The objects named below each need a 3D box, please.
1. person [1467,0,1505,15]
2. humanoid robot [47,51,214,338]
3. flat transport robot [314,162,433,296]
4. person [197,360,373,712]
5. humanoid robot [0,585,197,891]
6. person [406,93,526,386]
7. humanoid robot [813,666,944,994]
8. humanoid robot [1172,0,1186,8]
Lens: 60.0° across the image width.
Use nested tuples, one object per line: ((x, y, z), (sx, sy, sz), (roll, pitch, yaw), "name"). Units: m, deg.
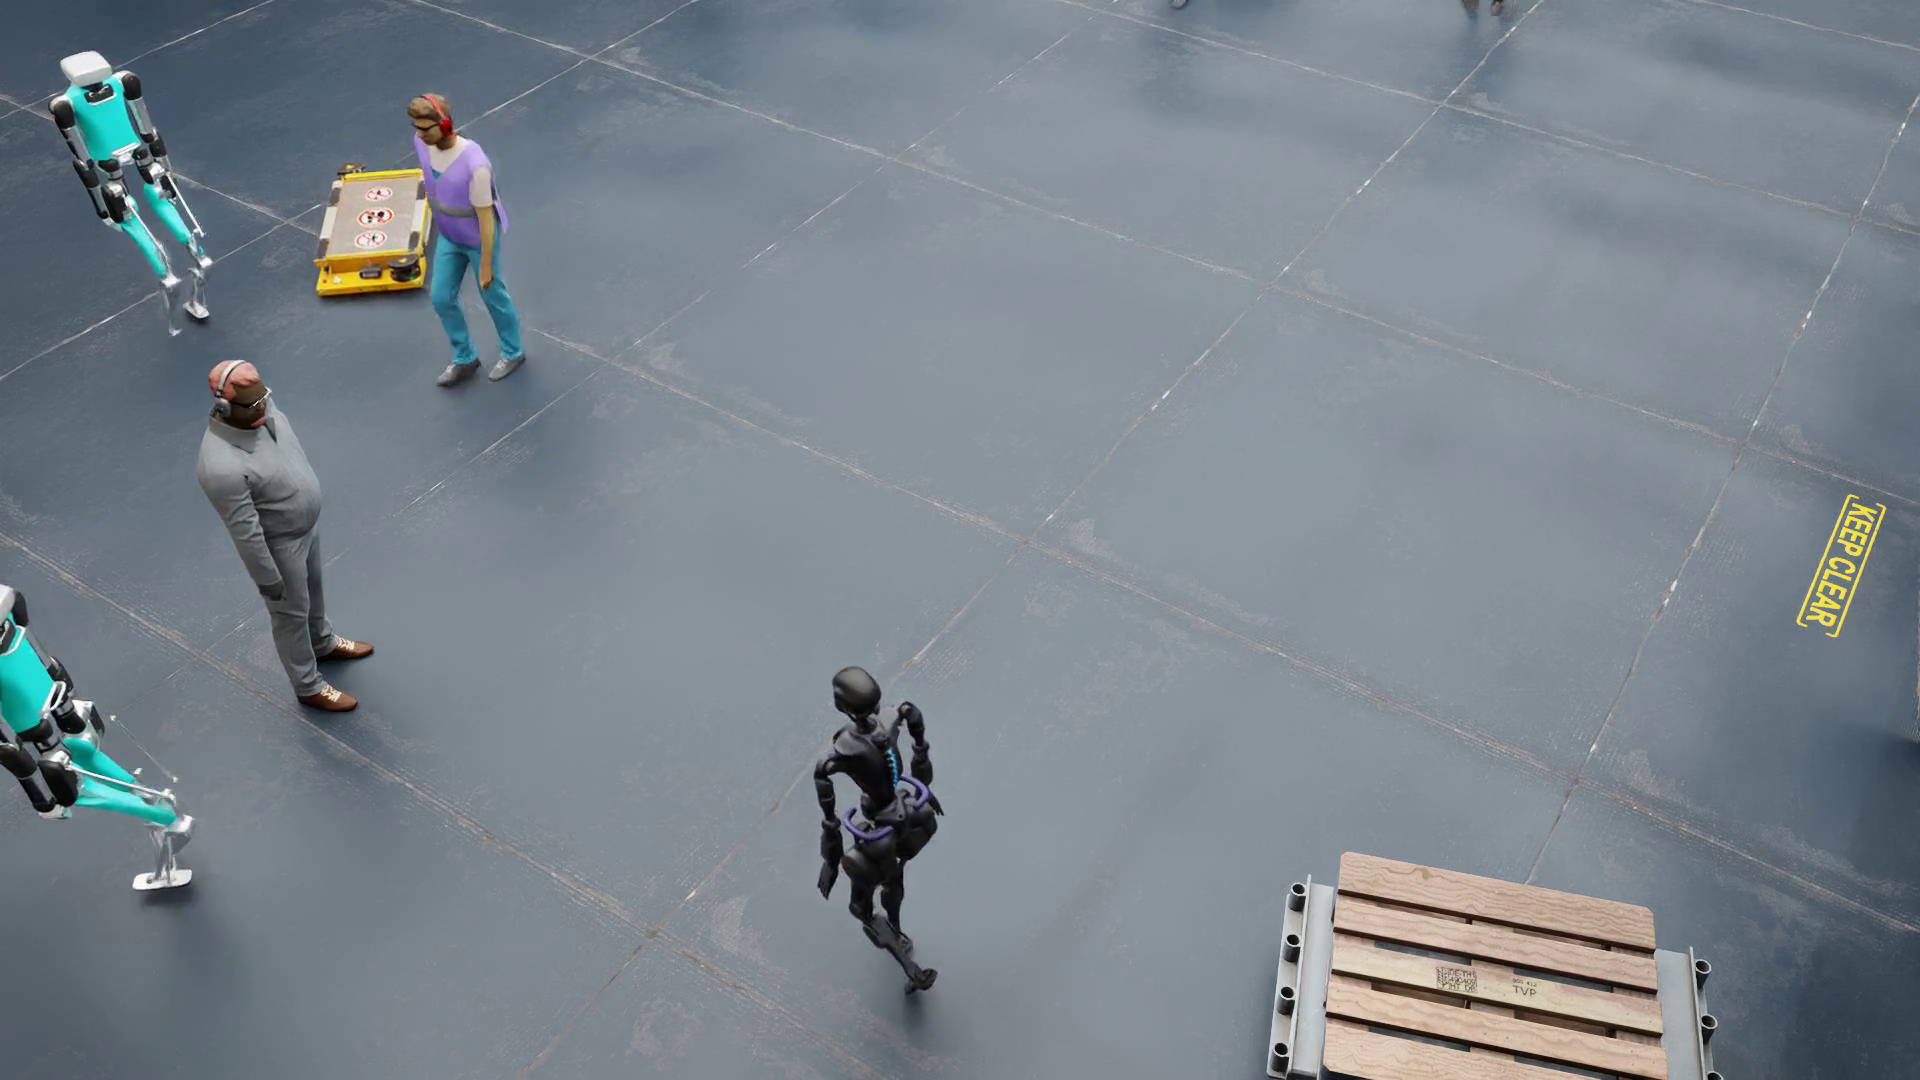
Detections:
((4.469, -5.220, 13.386), (0.579, 1.929, 0.620), (9, 43, 10), "person")
((-4.811, -1.995, 9.897), (0.674, 1.783, 0.536), (29, 49, 28), "humanoid robot")
((-3.892, -2.111, 11.141), (0.659, 0.231, 1.431), (-6, 42, -7), "flat transport robot")
((-3.071, -0.029, 7.588), (0.405, 1.901, 0.649), (-1, 42, -2), "person")
((-3.426, 0.903, 6.741), (0.730, 1.881, 0.539), (-3, 42, -4), "humanoid robot")
((-2.874, -1.653, 9.463), (0.585, 1.823, 0.673), (24, 47, 25), "person")
((-0.241, 1.149, 6.445), (0.528, 1.625, 0.610), (32, 51, 31), "humanoid robot")
((1.783, -5.227, 13.564), (0.583, 1.649, 0.340), (30, 50, 30), "humanoid robot")
